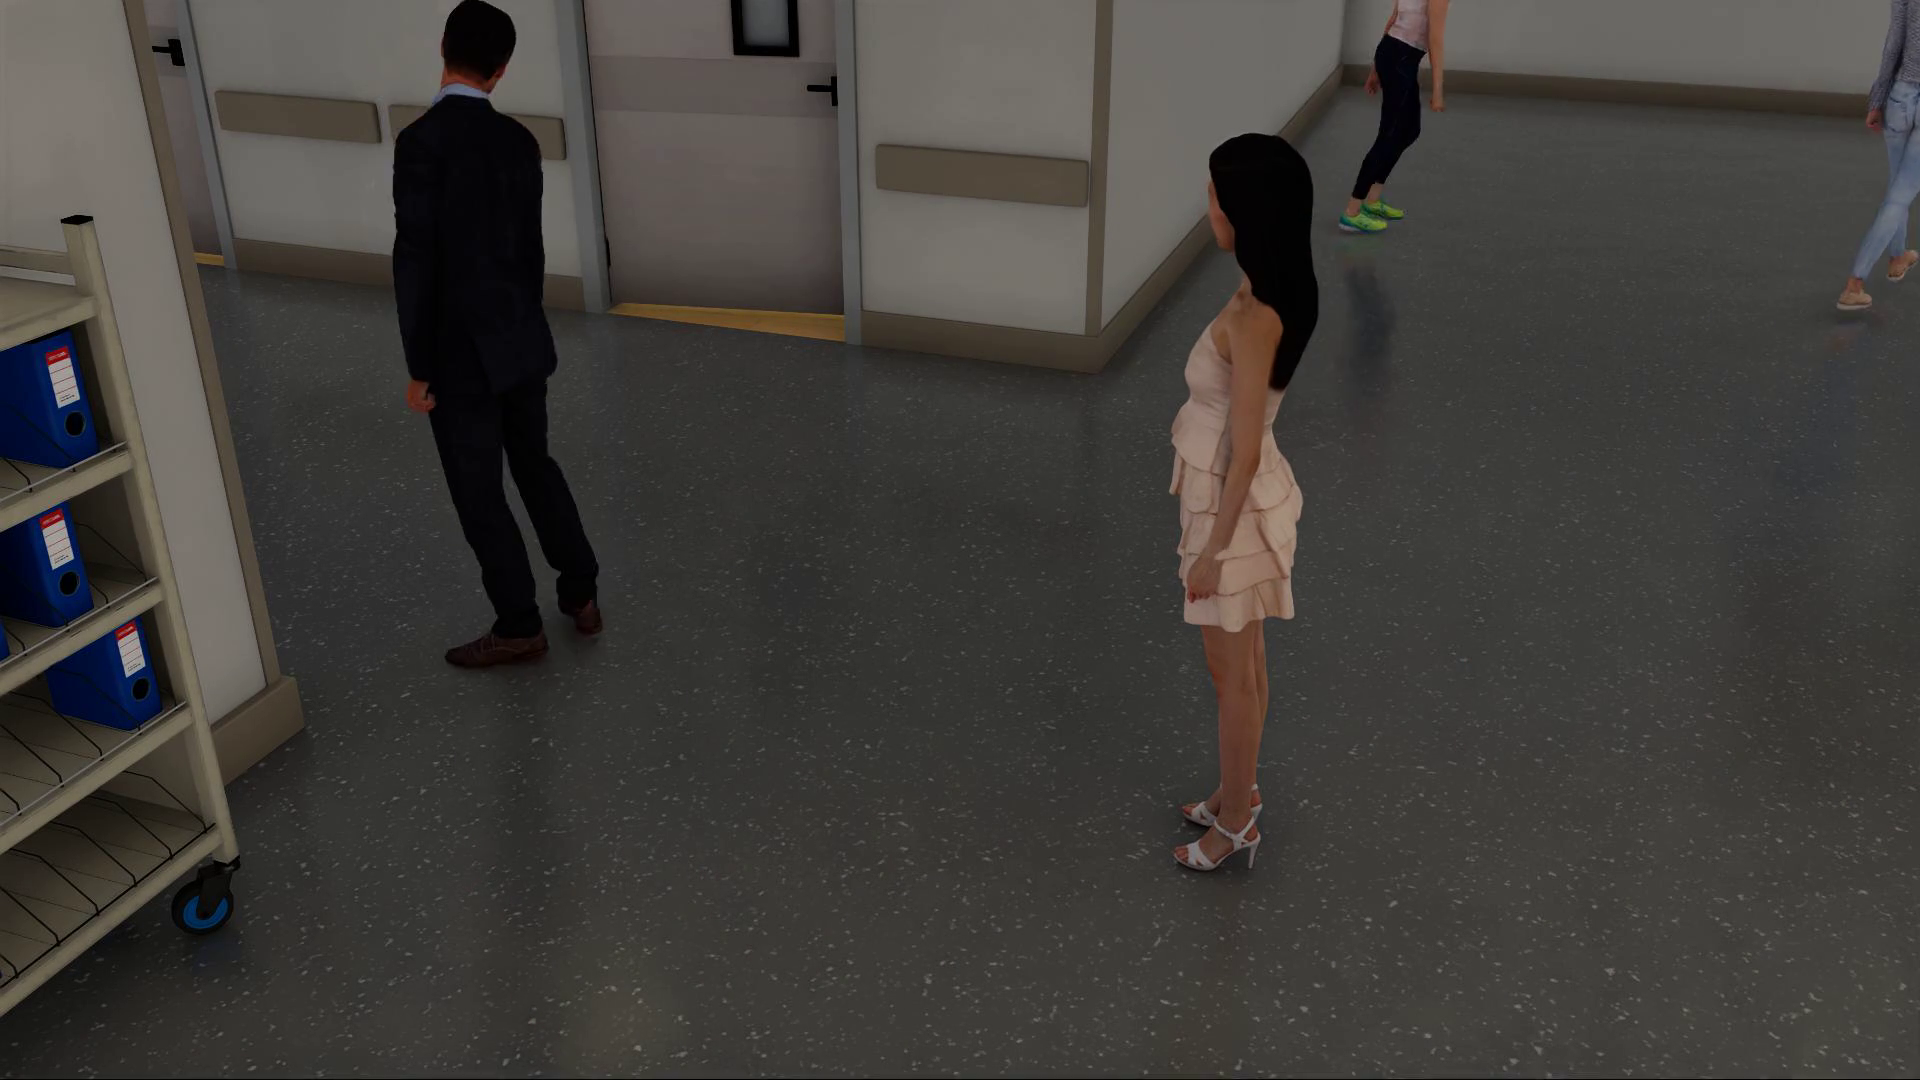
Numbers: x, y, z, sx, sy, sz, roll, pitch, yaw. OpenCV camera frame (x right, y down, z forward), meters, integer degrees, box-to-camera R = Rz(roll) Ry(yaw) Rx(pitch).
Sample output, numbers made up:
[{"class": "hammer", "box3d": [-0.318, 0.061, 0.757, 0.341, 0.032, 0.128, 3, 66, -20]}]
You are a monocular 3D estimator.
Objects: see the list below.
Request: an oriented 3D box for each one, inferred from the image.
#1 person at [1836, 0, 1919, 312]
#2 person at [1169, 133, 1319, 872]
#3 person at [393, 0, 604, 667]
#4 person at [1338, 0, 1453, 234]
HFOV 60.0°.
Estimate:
[{"class": "person", "box3d": [4.303, -1.868, 7.495, 1.234, 1.741, 0.991, -20, 32, -35]}, {"class": "person", "box3d": [0.627, -0.028, 3.684, 0.641, 1.738, 0.471, 8, 27, 16]}, {"class": "person", "box3d": [-1.330, -0.496, 4.540, 0.771, 1.836, 0.560, 5, 26, 10]}, {"class": "person", "box3d": [2.256, -2.439, 8.762, 0.808, 1.669, 0.747, -7, 27, -14]}]
